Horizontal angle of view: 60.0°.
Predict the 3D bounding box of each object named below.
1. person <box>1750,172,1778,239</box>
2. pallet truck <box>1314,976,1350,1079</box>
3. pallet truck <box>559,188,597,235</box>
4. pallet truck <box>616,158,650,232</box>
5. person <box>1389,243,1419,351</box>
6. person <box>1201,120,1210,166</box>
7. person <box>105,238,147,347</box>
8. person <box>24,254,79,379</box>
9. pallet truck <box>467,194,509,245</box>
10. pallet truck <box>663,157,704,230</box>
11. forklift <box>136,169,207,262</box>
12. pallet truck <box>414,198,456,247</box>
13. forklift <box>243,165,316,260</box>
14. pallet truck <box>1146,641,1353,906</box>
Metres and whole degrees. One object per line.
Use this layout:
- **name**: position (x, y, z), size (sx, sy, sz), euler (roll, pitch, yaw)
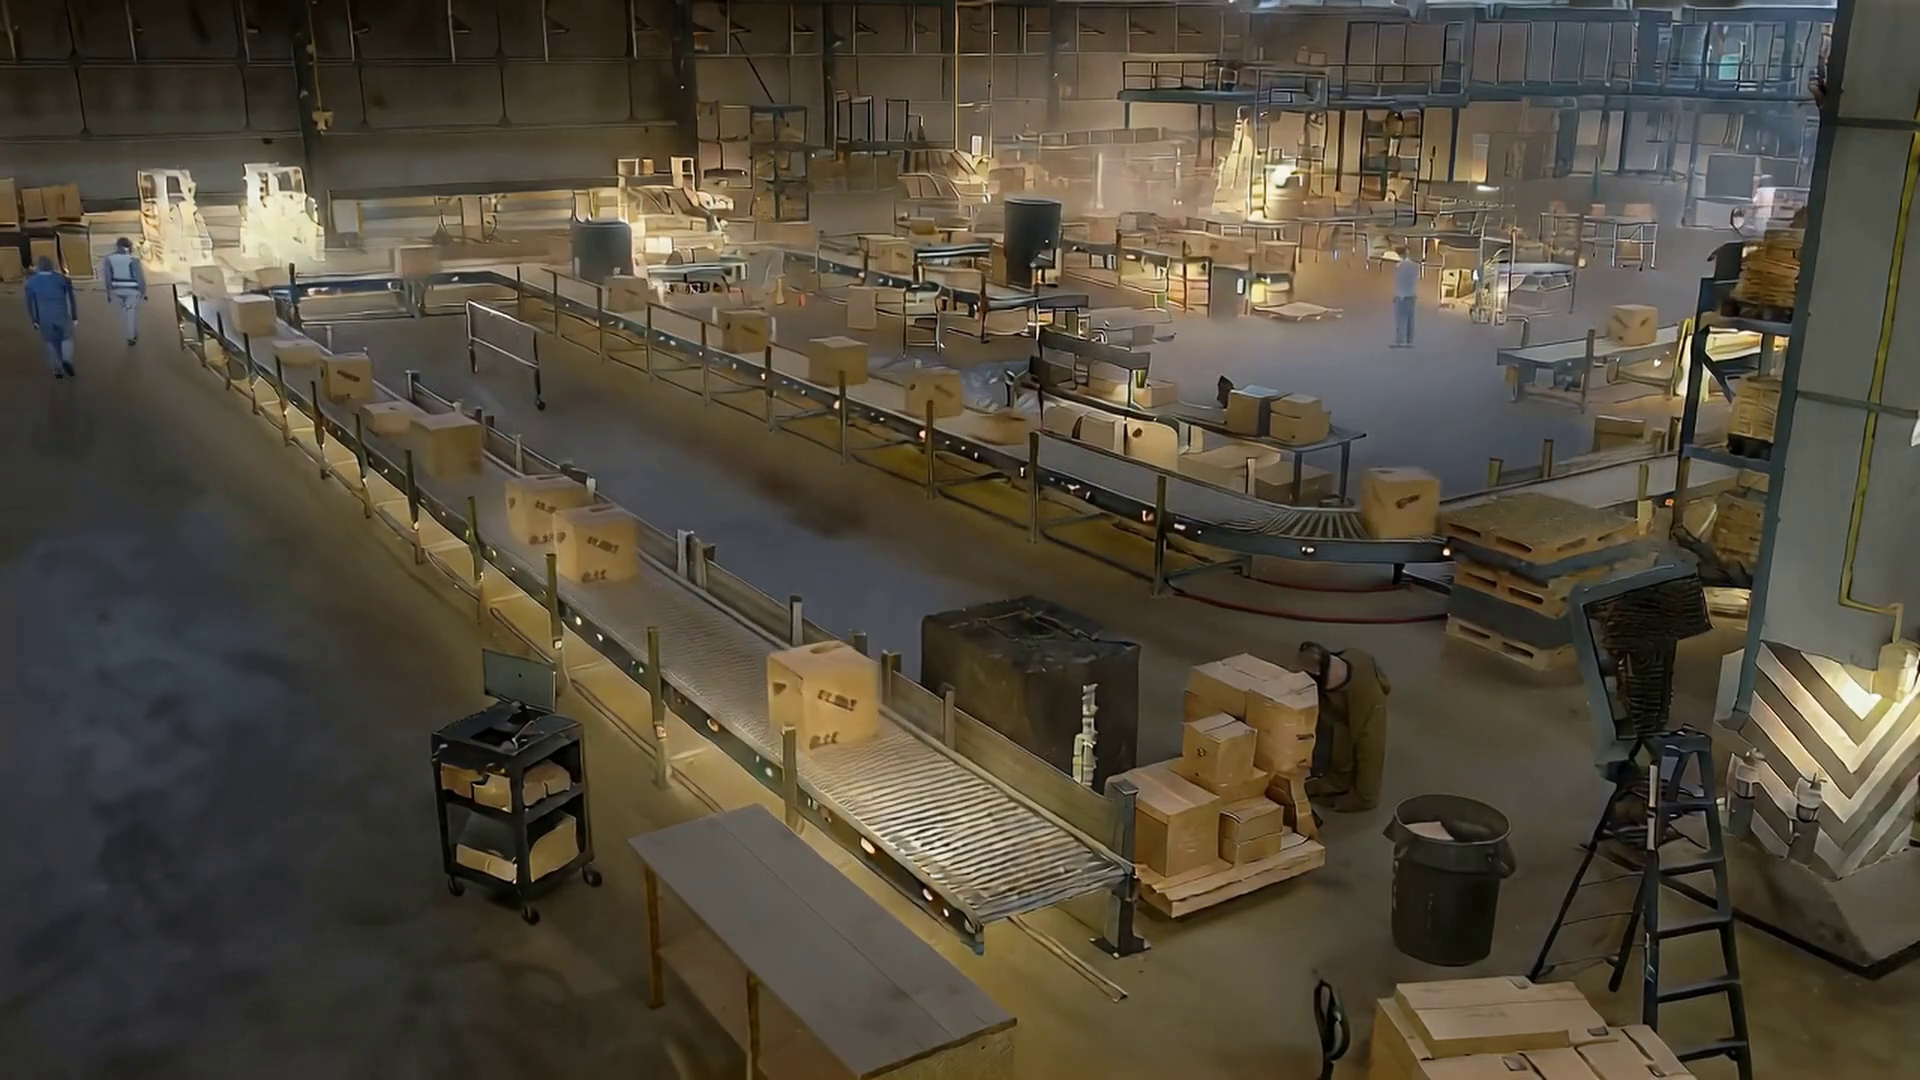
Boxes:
- **person**: position (18.843, -7.572, 38.901), size (0.618, 2.020, 0.838), euler (-4, 17, -14)
- **pallet truck**: position (2.299, 2.390, 7.086), size (1.601, 1.201, 0.680), euler (-2, 17, -7)
- **pallet truck**: position (-10.010, -8.652, 43.699), size (0.653, 1.274, 1.630), euler (-10, 20, -31)
- **pallet truck**: position (-8.918, -9.176, 44.255), size (0.823, 1.965, 1.885), euler (-9, 19, -27)
- **person**: position (7.330, -4.016, 27.484), size (0.532, 1.765, 0.328), euler (-11, 20, -32)
- **person**: position (10.049, -16.249, 68.048), size (0.361, 1.856, 0.651), euler (-1, 17, -4)
- **person**: position (-14.000, -4.188, 28.027), size (0.588, 1.771, 0.963), euler (-1, 17, -2)
- **person**: position (-13.700, -3.373, 25.127), size (0.669, 1.887, 0.418), euler (-7, 18, -22)
- **pallet truck**: position (-11.983, -8.177, 42.137), size (0.704, 1.261, 1.522), euler (-11, 20, -33)
- **pallet truck**: position (-7.586, -9.308, 44.692), size (0.823, 1.965, 1.885), euler (-11, 20, -33)
- **forklift**: position (-17.842, -7.318, 37.559), size (1.157, 1.987, 2.680), euler (-10, 20, -31)
- **pallet truck**: position (-13.250, -8.060, 41.856), size (0.680, 1.201, 1.601), euler (-10, 20, -31)
- **forklift**: position (-15.898, -7.669, 38.708), size (1.157, 1.987, 2.680), euler (-11, 20, -33)
- **pallet truck**: position (1.664, 1.407, 10.232), size (1.630, 1.274, 0.653), euler (-10, 20, -31)
